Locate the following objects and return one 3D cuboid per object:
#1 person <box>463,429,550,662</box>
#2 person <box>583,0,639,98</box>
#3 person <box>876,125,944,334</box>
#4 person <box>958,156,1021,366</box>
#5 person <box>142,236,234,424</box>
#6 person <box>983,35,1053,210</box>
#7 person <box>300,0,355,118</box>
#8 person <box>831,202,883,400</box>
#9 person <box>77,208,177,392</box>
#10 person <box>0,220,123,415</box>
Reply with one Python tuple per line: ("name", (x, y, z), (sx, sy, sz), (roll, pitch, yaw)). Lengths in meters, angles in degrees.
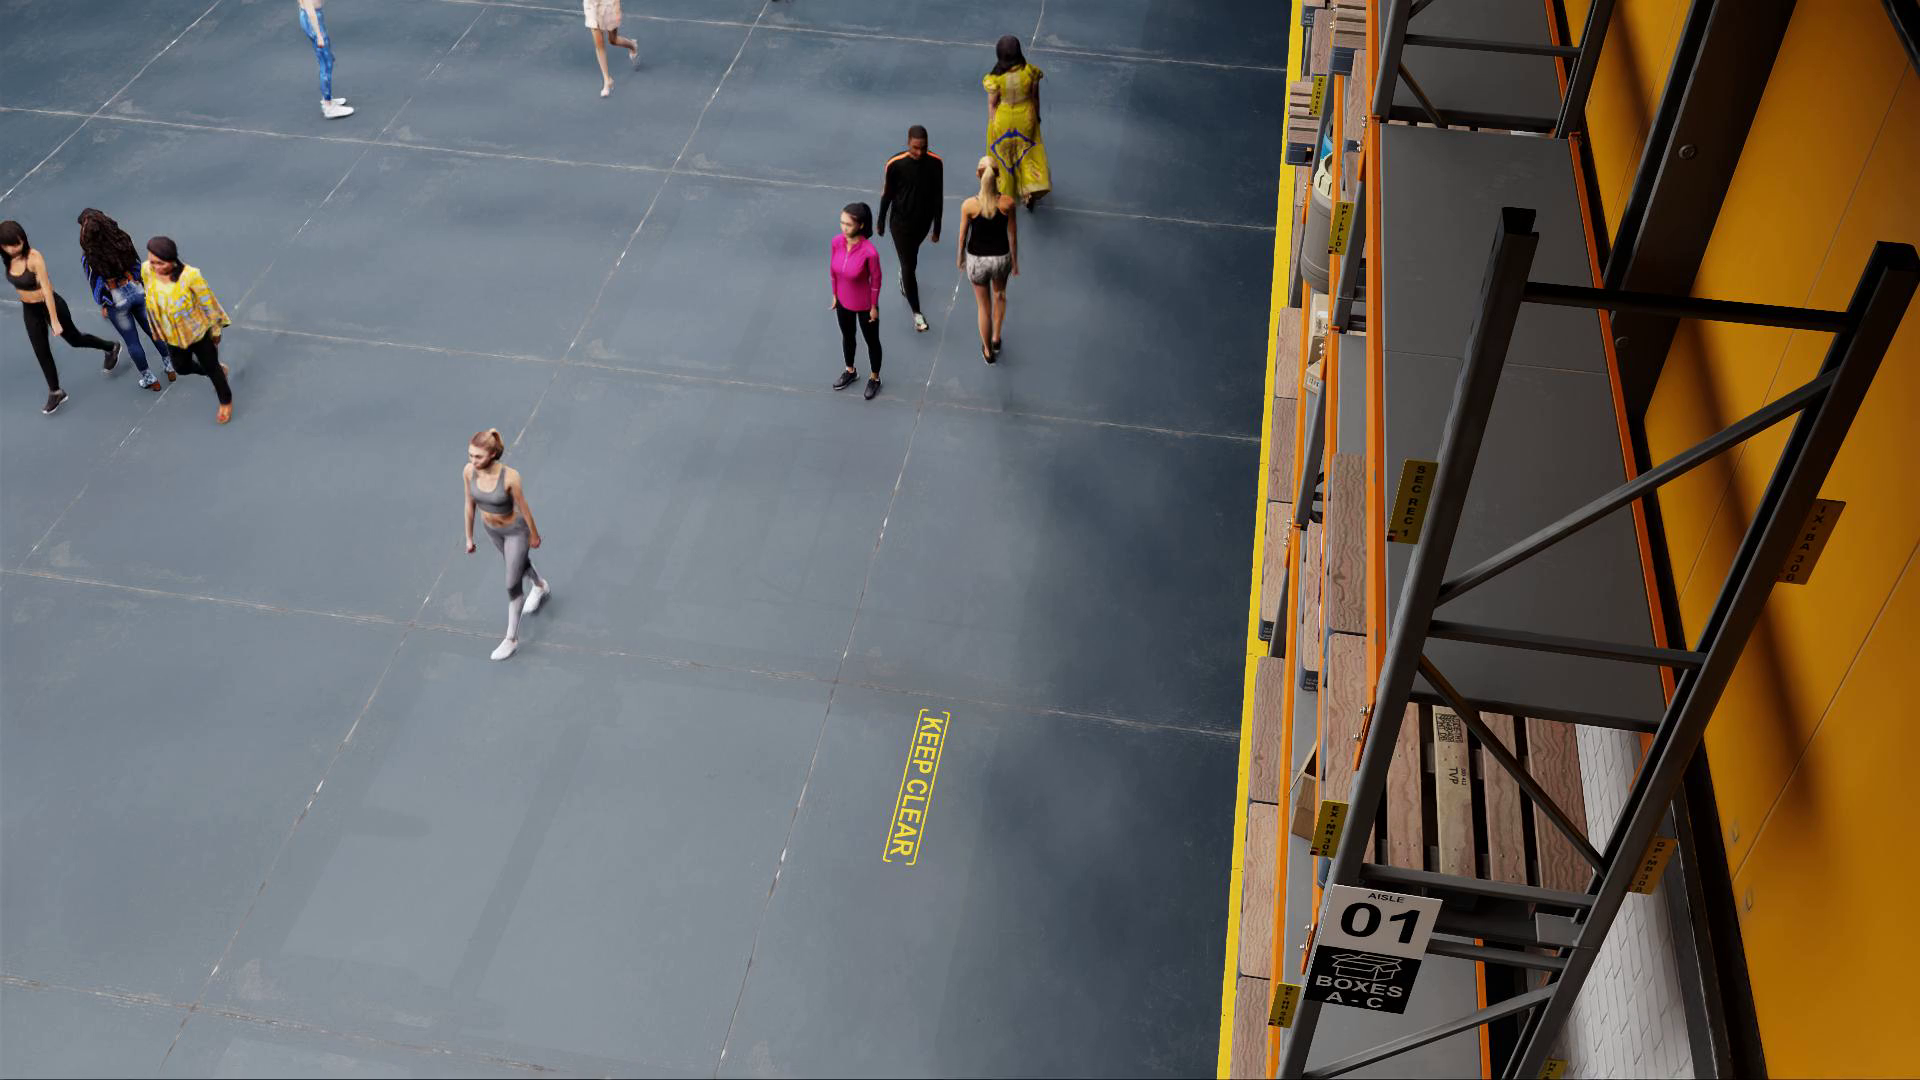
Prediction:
("person", (-2.945, -0.099, 10.962), (0.706, 1.666, 1.096), (14, 45, 15))
("person", (-3.466, -5.255, 16.337), (0.715, 1.717, 1.002), (17, 46, 17))
("person", (-0.418, -2.648, 13.579), (1.066, 1.746, 1.302), (-11, 45, -12))
("person", (0.236, -2.128, 12.968), (0.706, 1.837, 0.687), (-3, 44, -3))
("person", (-5.794, -1.640, 12.598), (0.691, 1.640, 0.766), (6, 44, 6))
("person", (0.488, -3.630, 14.697), (0.943, 1.635, 1.089), (-7, 44, -7))
("person", (-6.167, -4.886, 15.913), (0.736, 1.778, 0.638), (-17, 46, -17))
("person", (-0.782, -1.846, 12.780), (0.654, 1.698, 0.664), (22, 48, 21))
("person", (-6.452, -1.868, 12.853), (0.761, 1.618, 0.645), (28, 50, 27))
("person", (-6.959, -1.803, 12.787), (0.565, 1.615, 1.029), (11, 45, 11))
